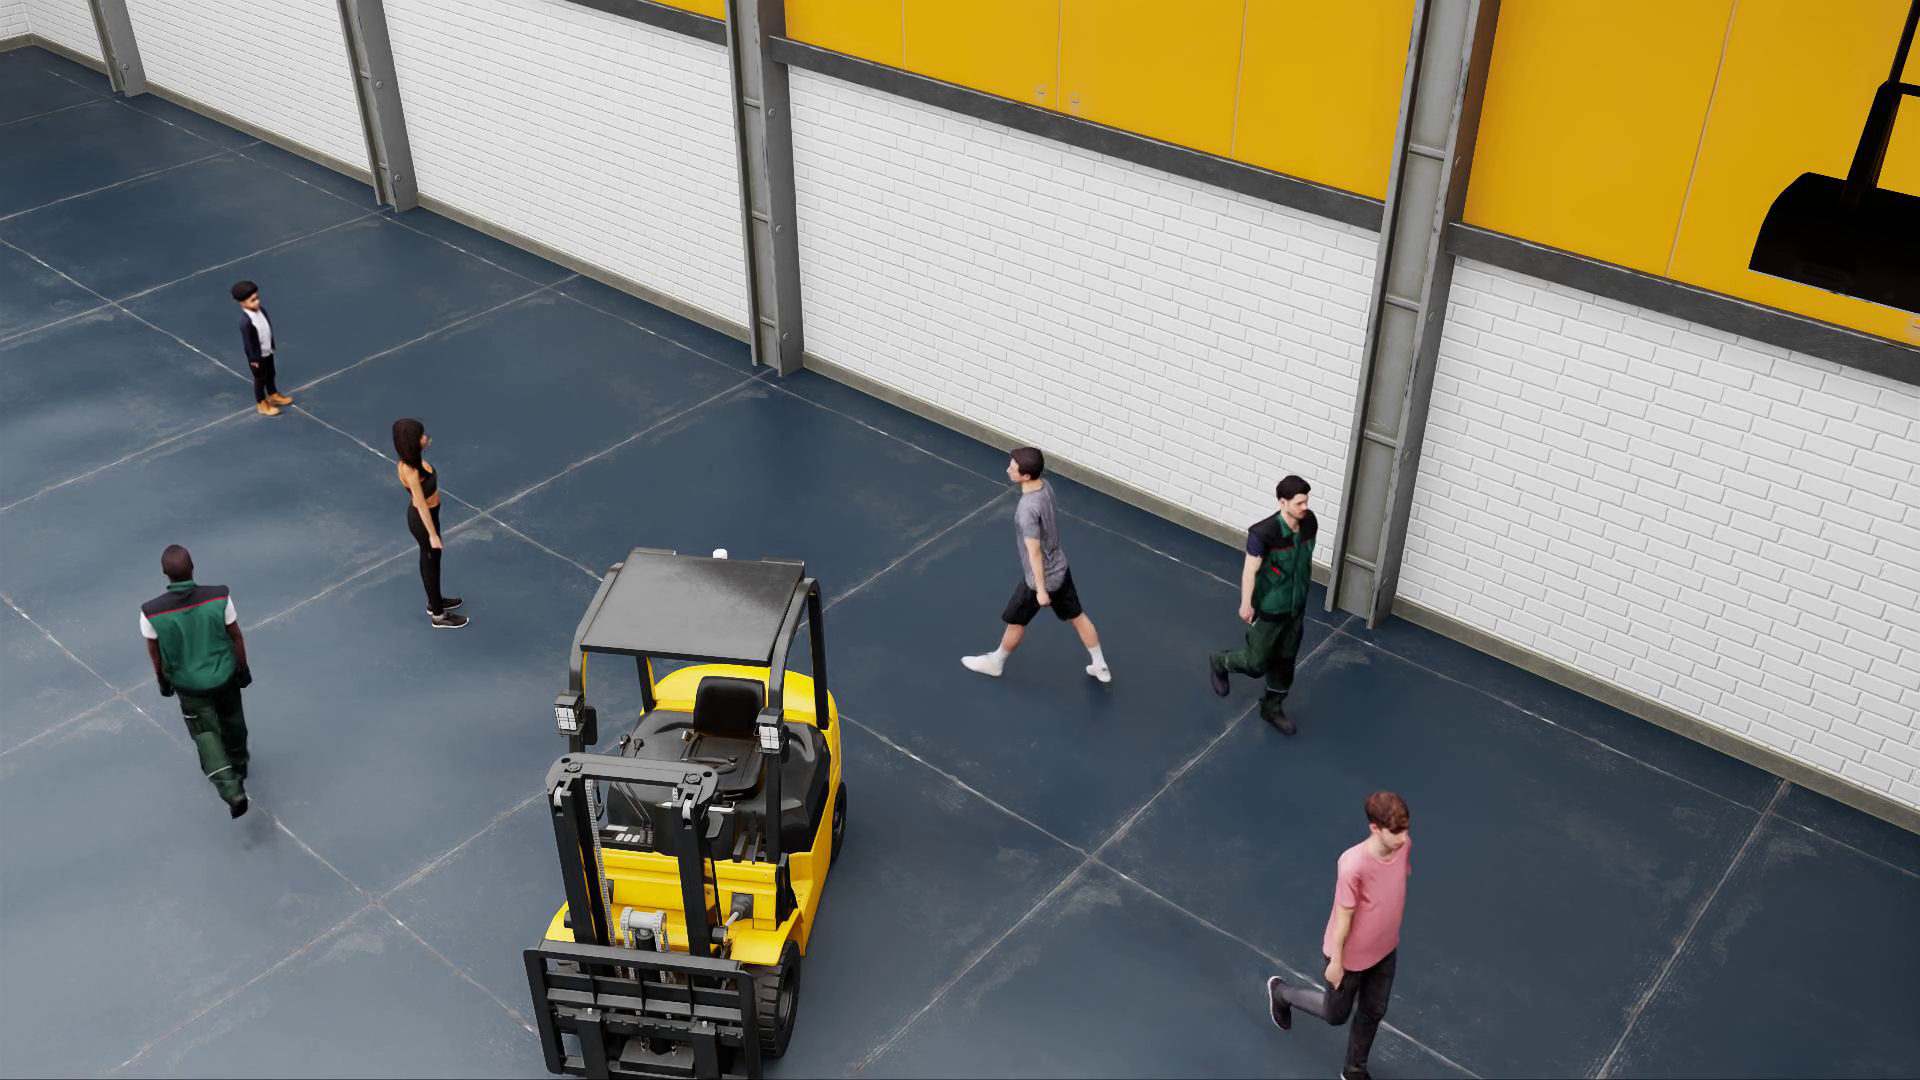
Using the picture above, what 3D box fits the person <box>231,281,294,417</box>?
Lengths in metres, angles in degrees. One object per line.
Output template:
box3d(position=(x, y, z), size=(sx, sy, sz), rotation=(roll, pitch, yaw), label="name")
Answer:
box3d(position=(-6.063, -1.667, 14.352), size=(0.589, 1.220, 0.571), rotation=(7, 34, 10), label="person")

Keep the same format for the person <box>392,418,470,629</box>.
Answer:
box3d(position=(-3.757, -0.129, 11.657), size=(0.680, 1.644, 0.570), rotation=(-12, 35, -17), label="person")

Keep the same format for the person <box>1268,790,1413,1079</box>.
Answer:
box3d(position=(1.928, 1.955, 8.254), size=(0.789, 1.939, 1.093), rotation=(-22, 40, -30), label="person")

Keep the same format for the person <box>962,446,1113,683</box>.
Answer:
box3d(position=(0.644, 0.241, 10.945), size=(1.354, 1.815, 1.012), rotation=(14, 36, 21), label="person")

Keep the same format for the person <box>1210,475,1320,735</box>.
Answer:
box3d(position=(1.971, 0.366, 10.691), size=(0.843, 1.889, 1.042), rotation=(-20, 39, -27), label="person")

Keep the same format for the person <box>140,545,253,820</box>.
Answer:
box3d(position=(-4.532, 0.864, 10.002), size=(0.877, 1.821, 1.155), rotation=(-19, 38, -26), label="person")
